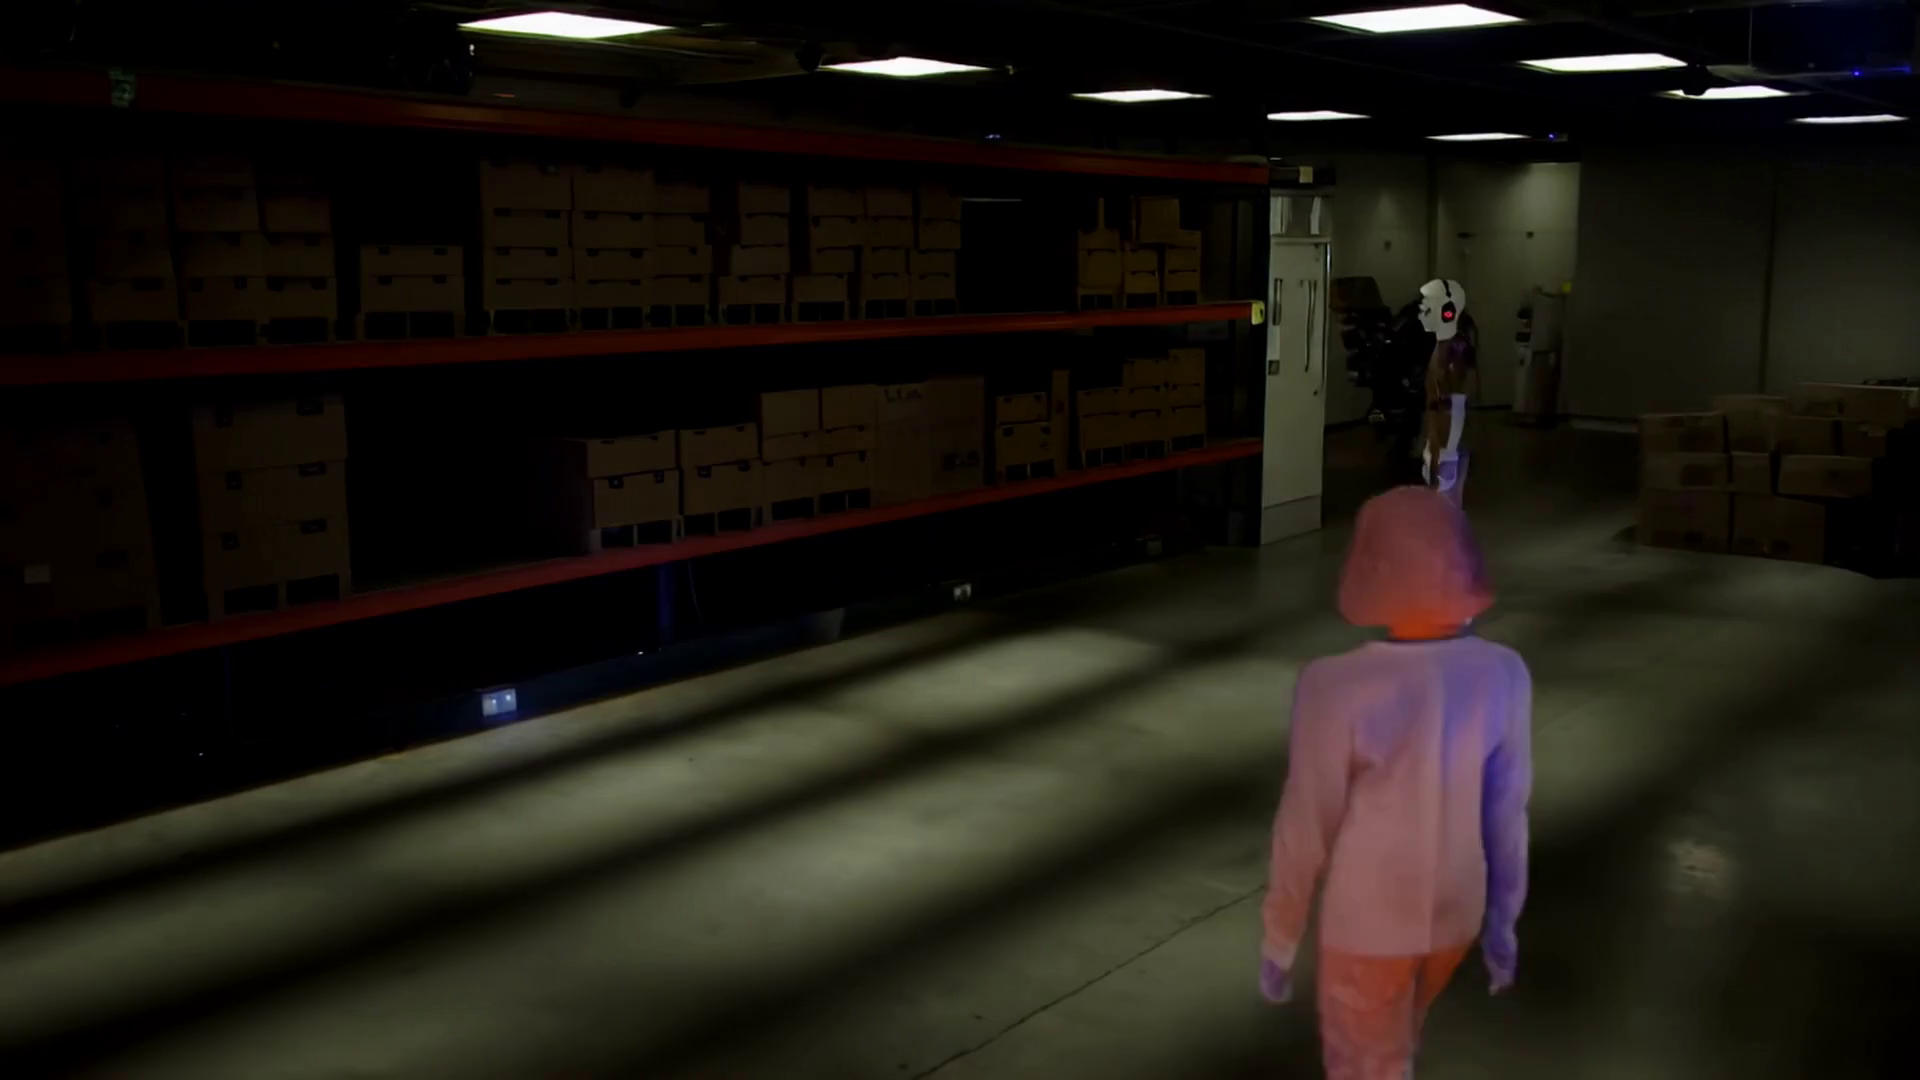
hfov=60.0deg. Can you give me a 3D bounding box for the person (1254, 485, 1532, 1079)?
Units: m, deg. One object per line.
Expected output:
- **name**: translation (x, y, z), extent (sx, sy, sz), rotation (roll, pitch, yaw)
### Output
- **person**: translation (0.815, 0.706, 2.962), extent (0.505, 1.606, 0.758), rotation (-5, 11, -26)

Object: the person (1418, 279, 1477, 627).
- **person**: translation (2.600, -0.462, 8.932), extent (0.335, 1.861, 0.495), rotation (0, 10, -1)
